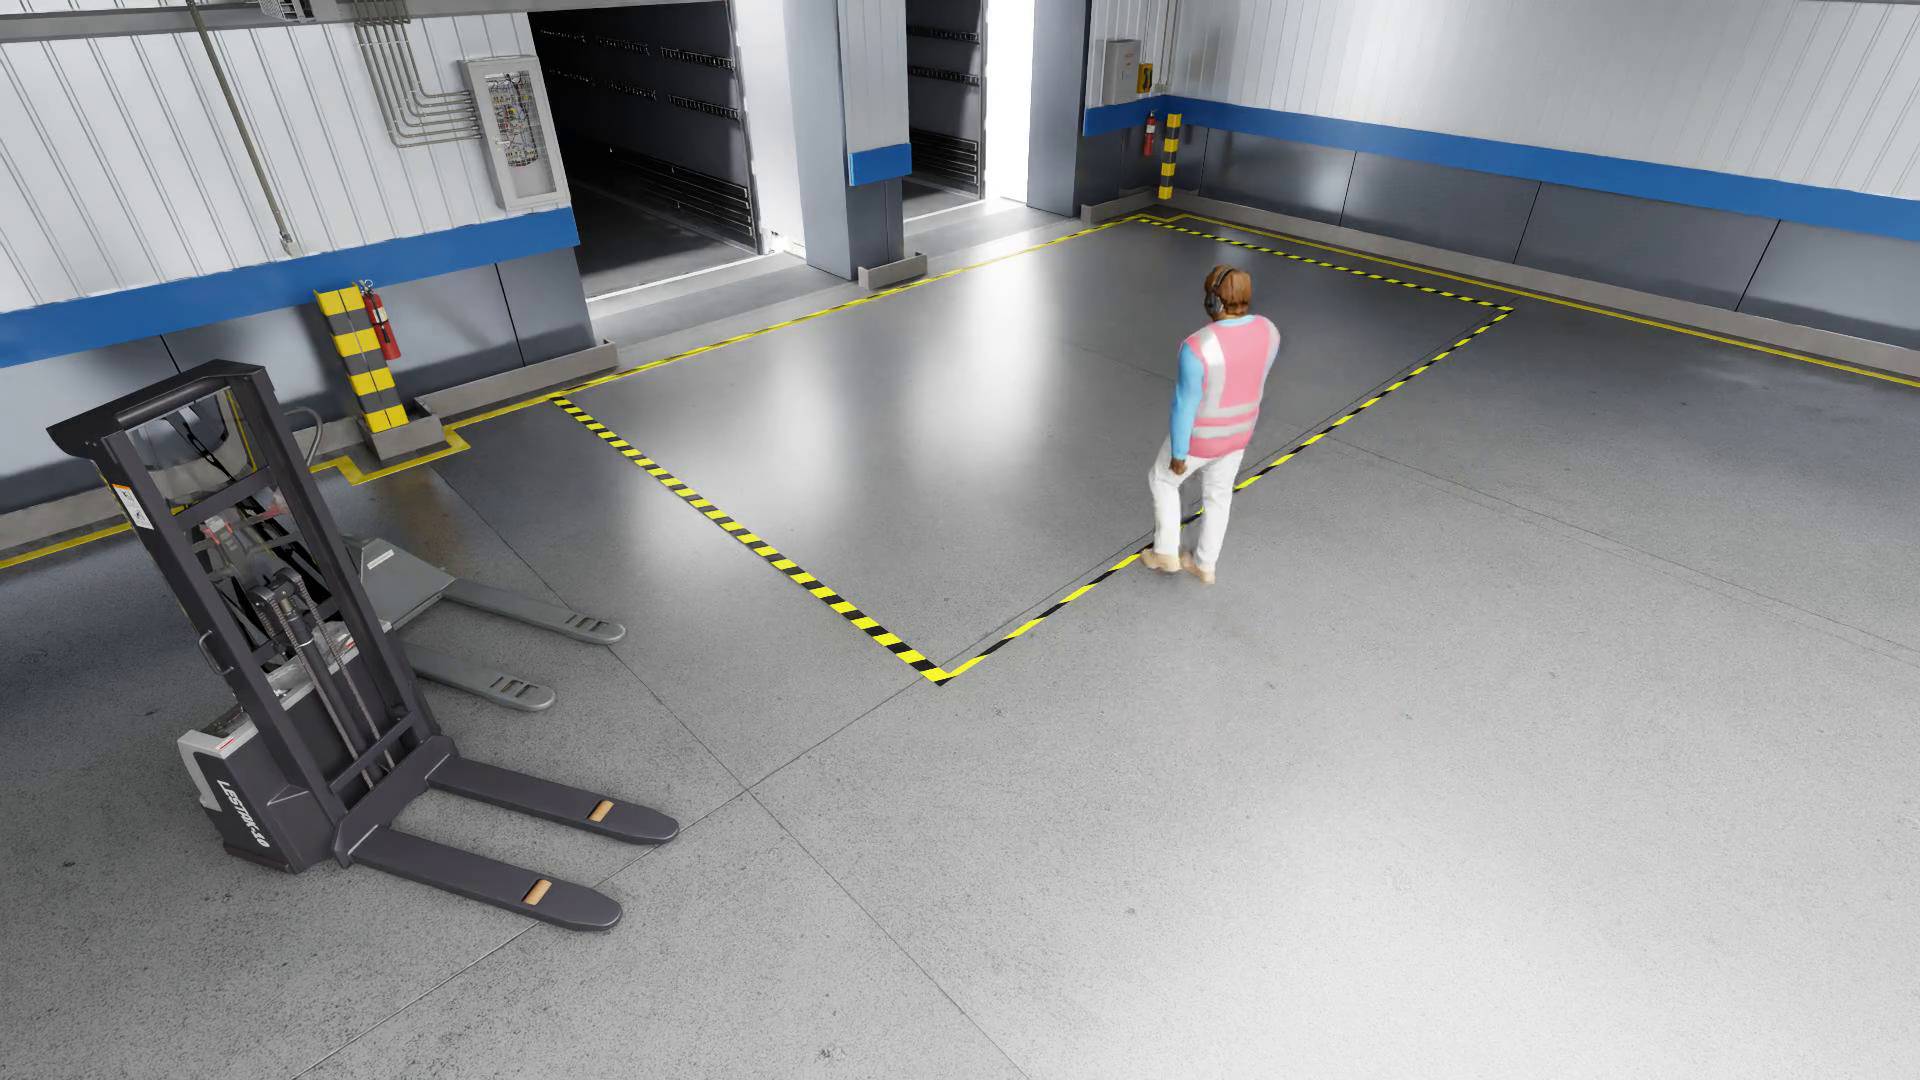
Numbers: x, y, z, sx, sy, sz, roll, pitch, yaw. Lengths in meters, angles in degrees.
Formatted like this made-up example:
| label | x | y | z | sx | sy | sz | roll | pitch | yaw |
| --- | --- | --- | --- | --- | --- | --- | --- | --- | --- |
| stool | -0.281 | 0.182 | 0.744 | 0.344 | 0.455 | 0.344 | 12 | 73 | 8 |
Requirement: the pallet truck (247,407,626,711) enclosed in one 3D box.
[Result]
| label | x | y | z | sx | sy | sz | roll | pitch | yaw |
| --- | --- | --- | --- | --- | --- | --- | --- | --- | --- |
| pallet truck | -2.628 | 0.038 | 4.590 | 1.601 | 1.201 | 0.680 | 12 | 36 | 18 |

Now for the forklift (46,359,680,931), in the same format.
| label | x | y | z | sx | sy | sz | roll | pitch | yaw |
| --- | --- | --- | --- | --- | --- | --- | --- | --- | --- |
| forklift | -2.135 | 0.422 | 3.354 | 1.885 | 1.965 | 0.823 | 10 | 35 | 14 |

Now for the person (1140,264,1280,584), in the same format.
| label | x | y | z | sx | sy | sz | roll | pitch | yaw |
| --- | --- | --- | --- | --- | --- | --- | --- | --- | --- |
| person | 1.346 | -0.574 | 4.975 | 0.628 | 1.829 | 0.458 | -14 | 37 | -20 |
